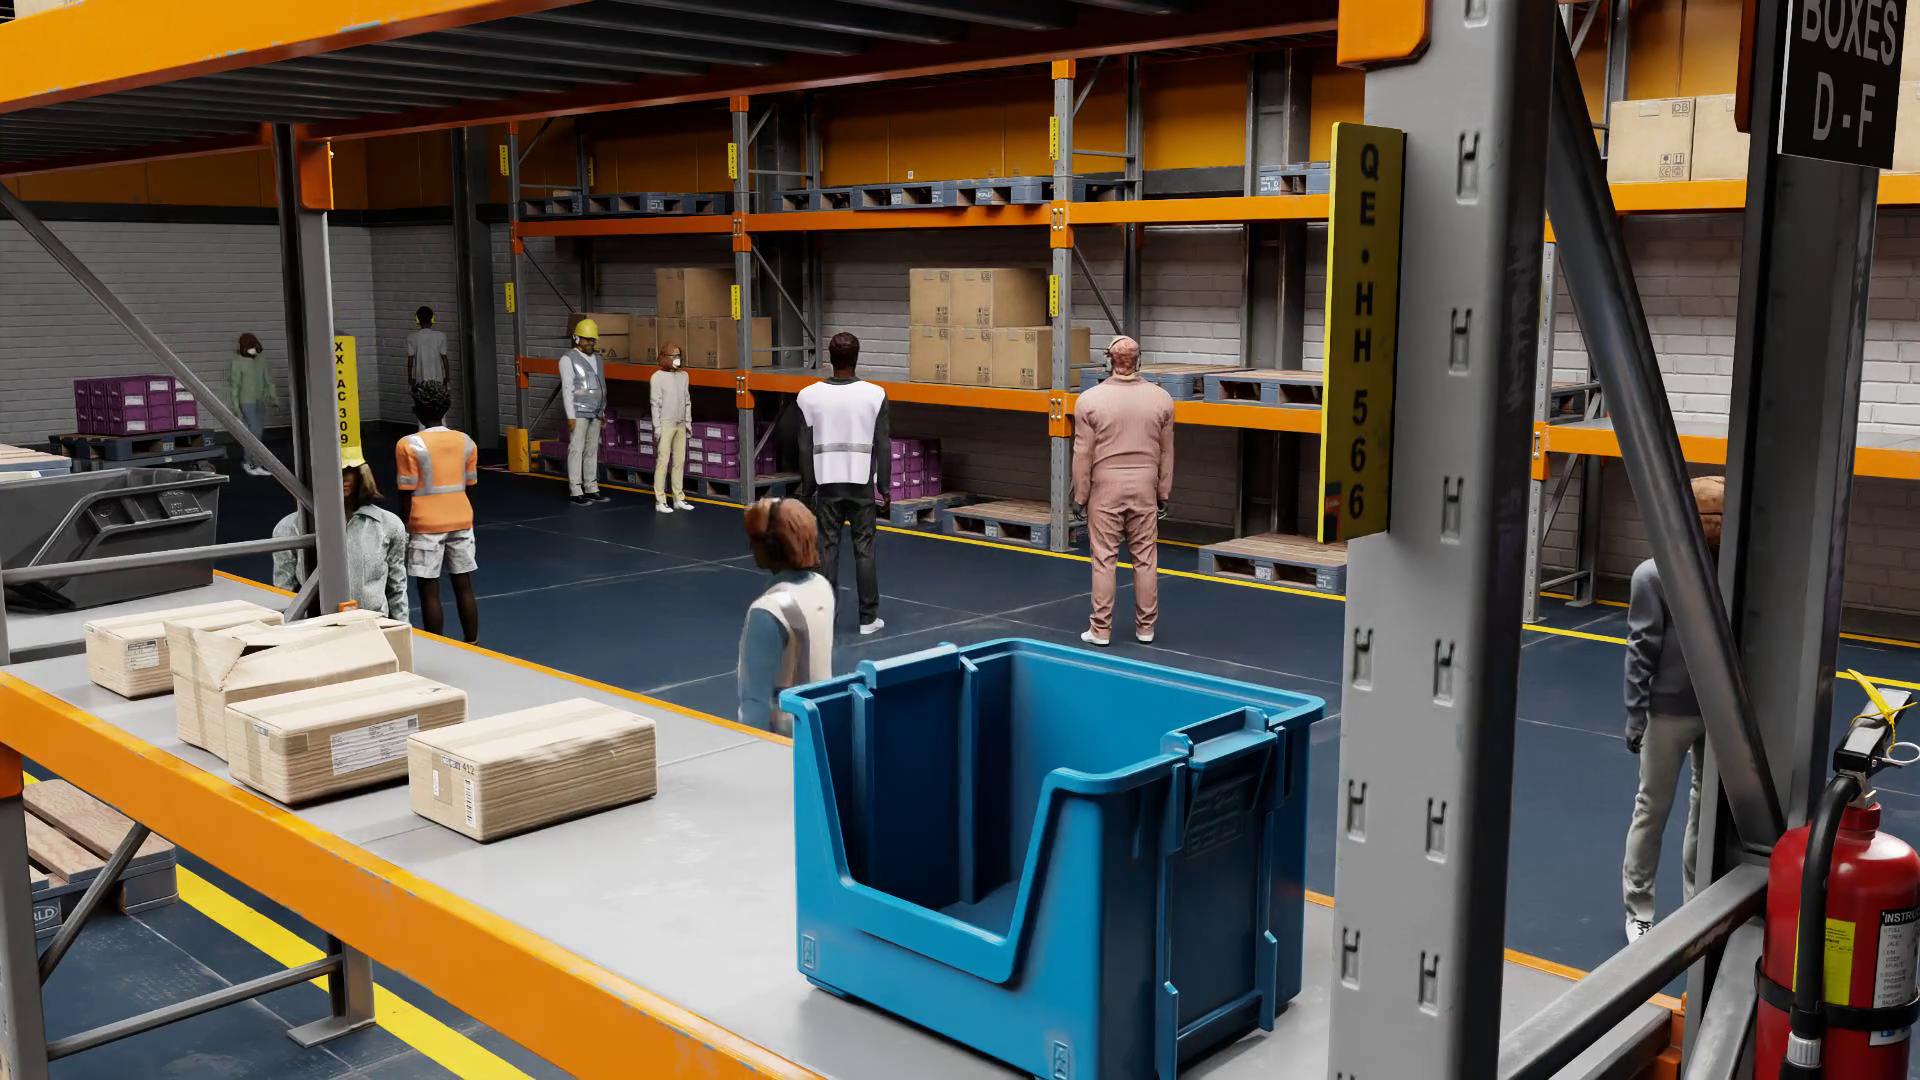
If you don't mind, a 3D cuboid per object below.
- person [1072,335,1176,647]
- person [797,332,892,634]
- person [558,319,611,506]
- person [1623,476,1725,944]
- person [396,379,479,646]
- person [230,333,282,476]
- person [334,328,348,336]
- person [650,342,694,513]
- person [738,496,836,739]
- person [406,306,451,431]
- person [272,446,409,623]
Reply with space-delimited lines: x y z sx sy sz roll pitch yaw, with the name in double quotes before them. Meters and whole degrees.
"person" 0.989 -0.295 10.216 0.642 1.913 0.408 -2 9 -12
"person" -0.727 -0.349 10.529 0.592 1.919 0.388 0 9 3
"person" -3.677 -1.255 16.373 0.403 1.824 0.586 4 10 24
"person" 2.477 0.595 5.602 0.507 1.635 0.272 -1 9 -7
"person" -2.988 -0.075 9.551 0.322 1.689 0.530 6 11 34
"person" -7.850 -1.503 18.503 0.355 1.609 0.525 3 10 18
"person" -7.858 -1.991 20.637 0.590 1.906 0.547 -6 11 -34
"person" -2.749 -1.072 15.859 0.283 1.625 0.494 6 11 32
"person" -0.513 0.668 5.183 0.447 1.623 0.525 2 10 14
"person" -6.496 -1.922 20.341 0.516 1.865 0.329 -3 10 -17
"person" -2.278 0.446 6.187 0.484 1.745 0.298 -6 11 -31
